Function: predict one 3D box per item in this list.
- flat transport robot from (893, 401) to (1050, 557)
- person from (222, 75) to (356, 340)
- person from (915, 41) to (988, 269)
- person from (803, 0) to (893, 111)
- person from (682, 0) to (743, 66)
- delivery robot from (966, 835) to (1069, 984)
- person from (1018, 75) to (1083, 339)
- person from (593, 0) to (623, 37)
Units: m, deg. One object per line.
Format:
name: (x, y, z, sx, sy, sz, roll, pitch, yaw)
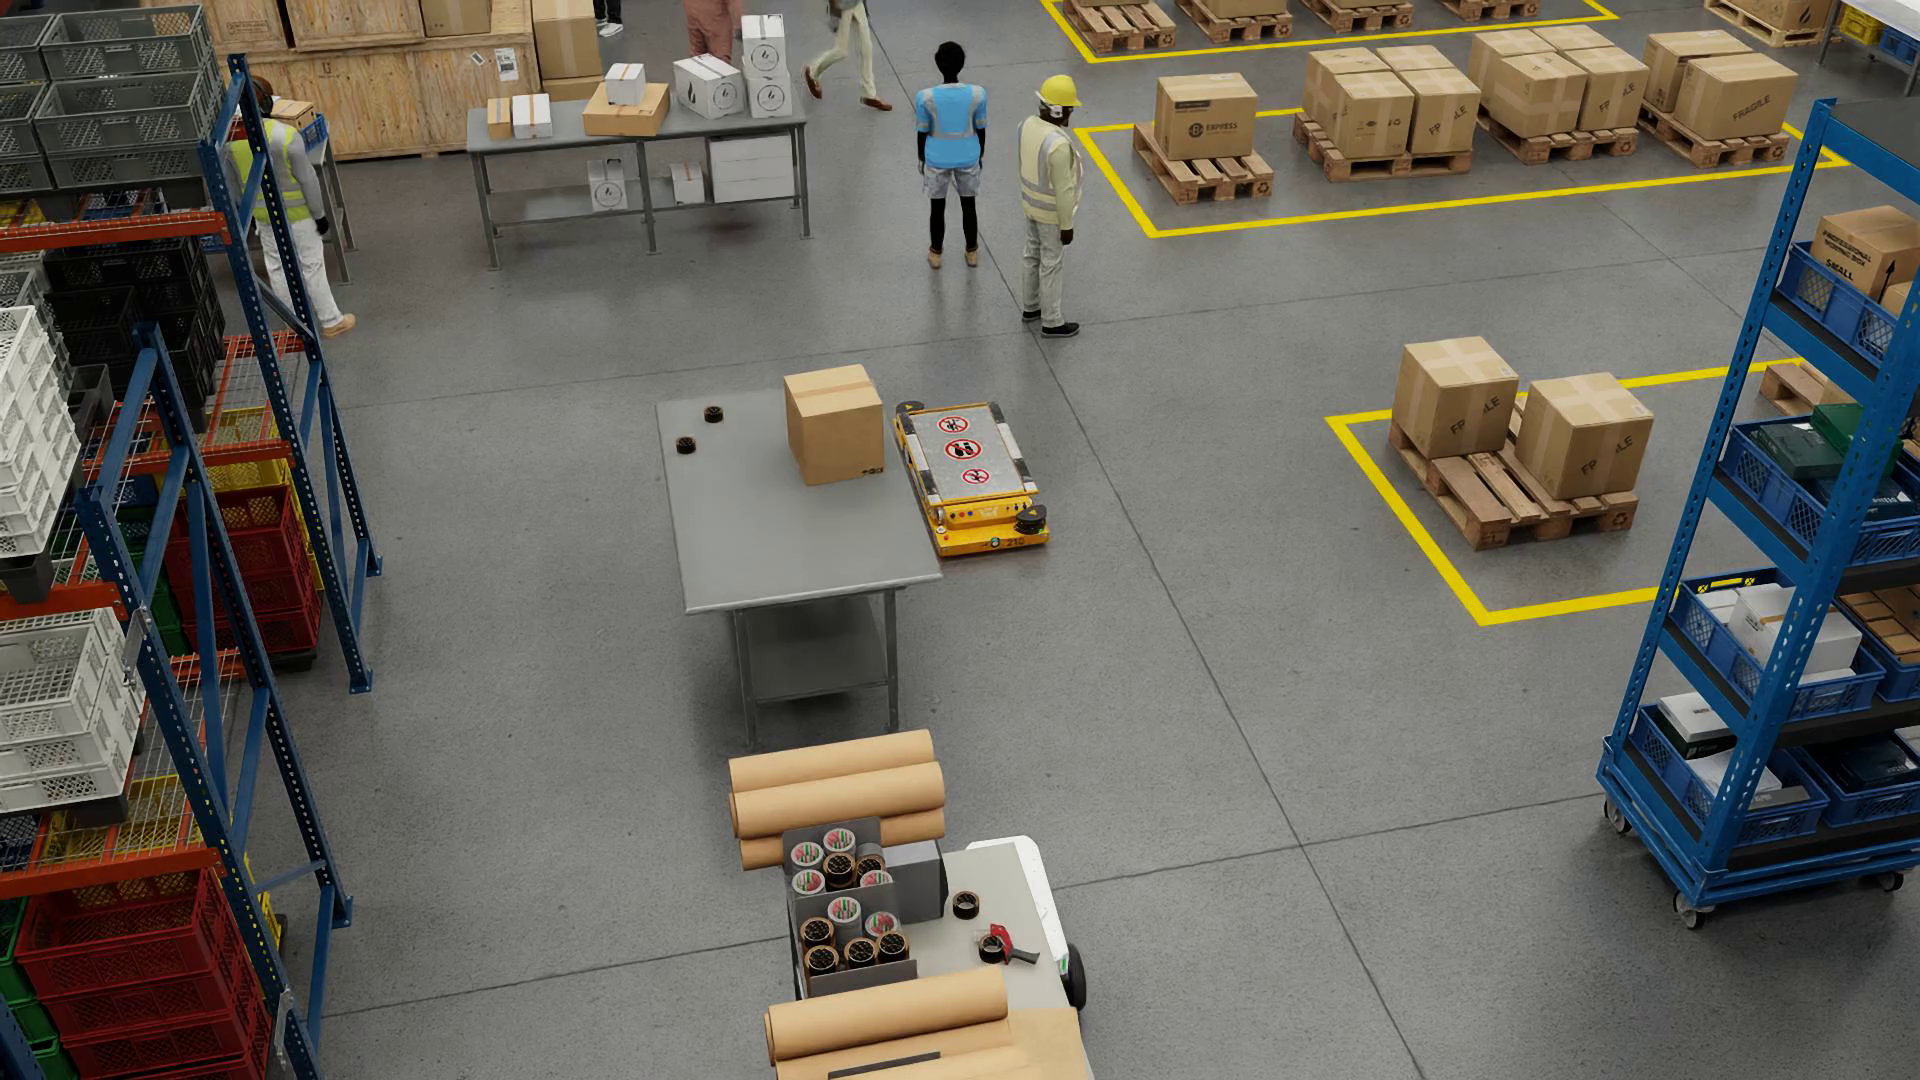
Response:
flat transport robot: (0.046, -0.430, 10.108, 0.652, 0.197, 1.431, -8, 37, -10)
person: (-4.553, -2.222, 11.211, 0.622, 1.845, 0.430, 8, 37, 10)
person: (-0.063, -2.771, 12.073, 0.535, 1.694, 0.319, -4, 37, -6)
person: (-1.002, -4.692, 14.529, 0.812, 1.848, 0.540, 21, 42, 26)
person: (-2.110, -4.483, 14.206, 0.679, 1.902, 0.396, 28, 45, 32)
delivery robot: (0.228, 1.590, 7.082, 0.477, 0.478, 0.707, -6, 37, -8)
person: (0.616, -2.252, 11.267, 0.403, 1.822, 0.588, -16, 40, -21)
person: (-3.533, -5.859, 16.040, 0.590, 1.914, 0.399, 31, 46, 34)
